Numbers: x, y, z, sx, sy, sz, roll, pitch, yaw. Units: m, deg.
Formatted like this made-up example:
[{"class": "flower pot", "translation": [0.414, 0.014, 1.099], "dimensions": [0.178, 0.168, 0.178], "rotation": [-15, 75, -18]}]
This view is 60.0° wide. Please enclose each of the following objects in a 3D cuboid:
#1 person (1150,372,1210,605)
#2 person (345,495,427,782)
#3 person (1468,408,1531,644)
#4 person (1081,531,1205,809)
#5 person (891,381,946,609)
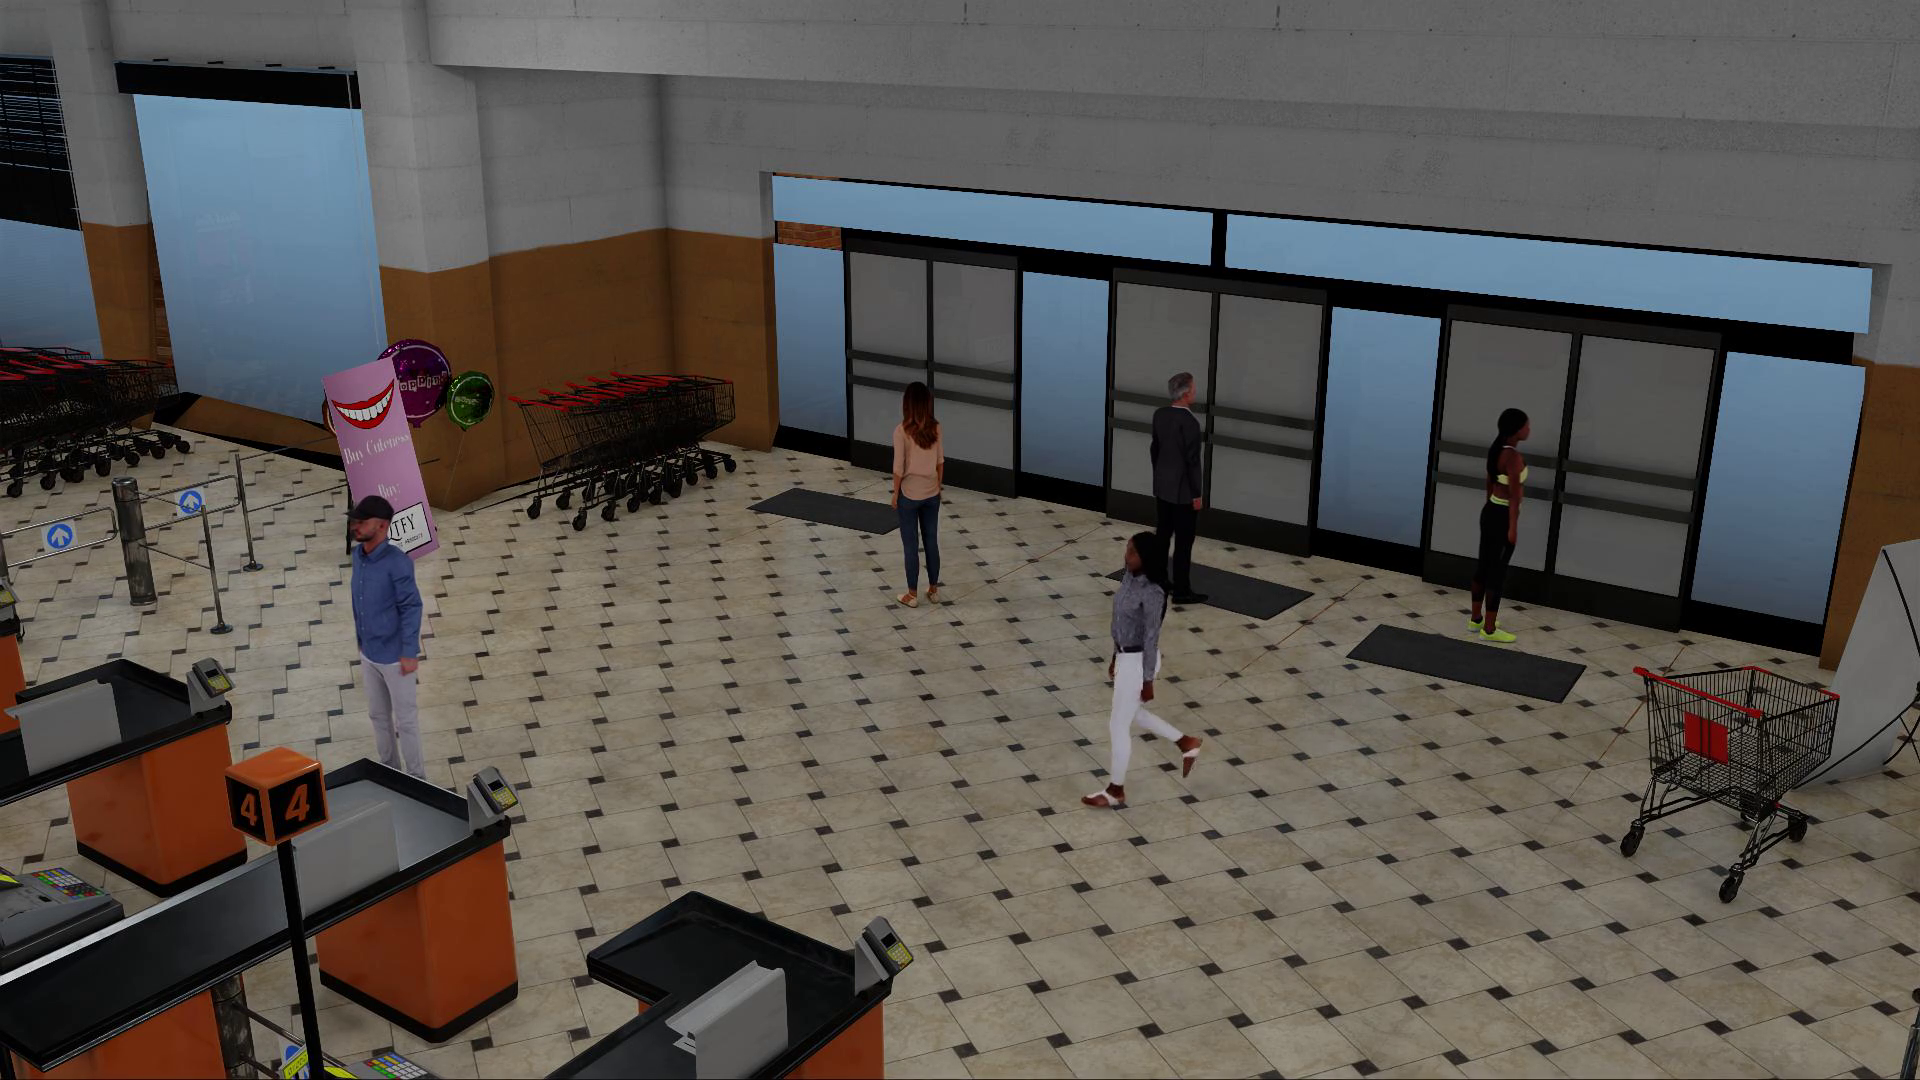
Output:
[{"class": "person", "translation": [1.712, -0.422, 13.064], "dimensions": [0.778, 1.842, 0.807], "rotation": [-10, 21, -27]}, {"class": "person", "translation": [-3.396, 0.635, 9.860], "dimensions": [0.641, 1.887, 0.563], "rotation": [13, 23, 34]}, {"class": "person", "translation": [3.984, -0.122, 12.313], "dimensions": [0.698, 1.754, 0.625], "rotation": [-2, 19, -5]}, {"class": "person", "translation": [1.108, 0.757, 9.784], "dimensions": [1.068, 1.703, 1.008], "rotation": [-4, 19, -11]}, {"class": "person", "translation": [-0.320, -0.353, 12.940], "dimensions": [0.611, 1.792, 0.731], "rotation": [-9, 21, -26]}]
